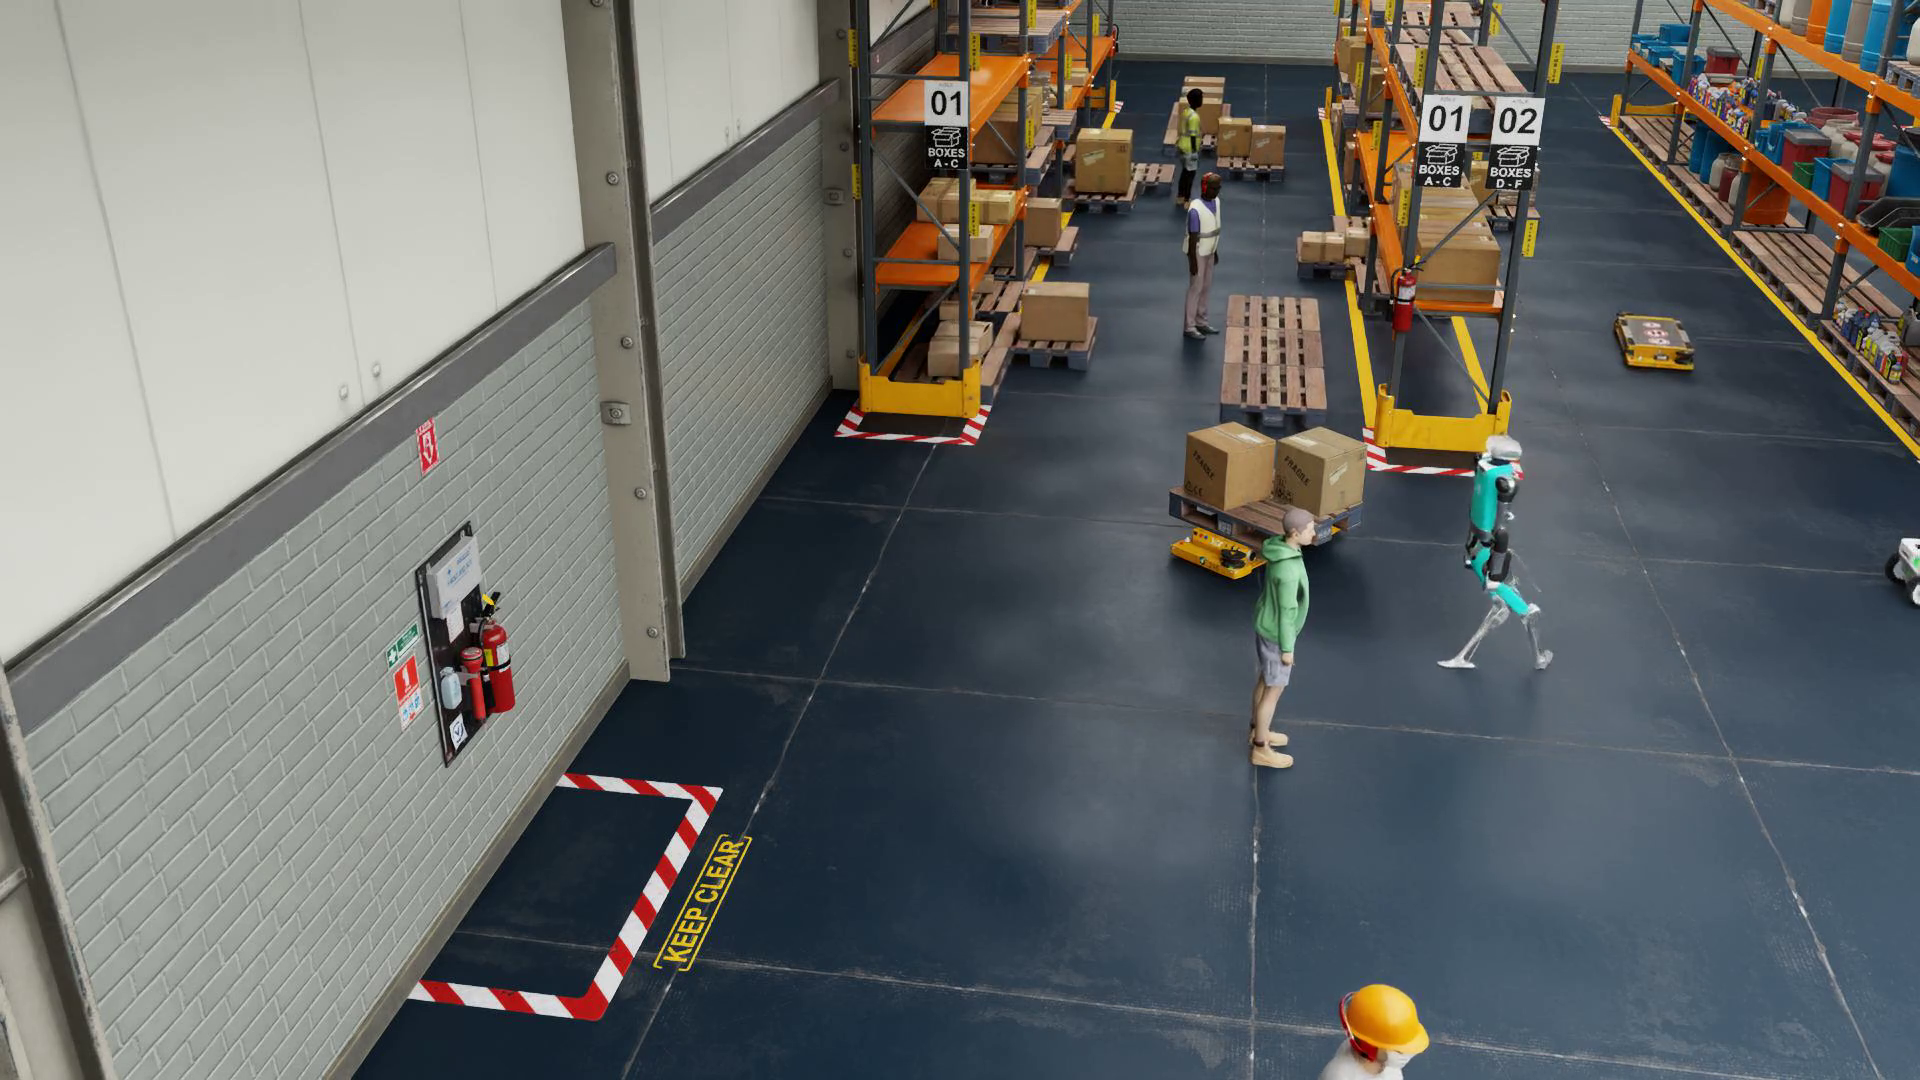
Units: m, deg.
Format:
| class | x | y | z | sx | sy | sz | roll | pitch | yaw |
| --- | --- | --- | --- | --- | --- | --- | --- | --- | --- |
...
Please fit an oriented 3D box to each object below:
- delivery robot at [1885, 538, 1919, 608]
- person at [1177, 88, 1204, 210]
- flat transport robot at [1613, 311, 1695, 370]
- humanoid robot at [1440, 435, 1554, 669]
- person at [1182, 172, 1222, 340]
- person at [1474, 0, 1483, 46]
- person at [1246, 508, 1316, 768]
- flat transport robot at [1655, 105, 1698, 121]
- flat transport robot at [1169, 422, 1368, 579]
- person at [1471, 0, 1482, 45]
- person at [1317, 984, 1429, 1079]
| class | x | y | z | sx | sy | sz | roll | pitch | yaw |
| --- | --- | --- | --- | --- | --- | --- | --- | --- | --- |
| delivery robot | 7.476 | 0.207 | 12.585 | 0.783 | 0.601 | 0.499 | 3 | 25 | 7 |
| person | 3.256 | -5.523 | 23.498 | 0.316 | 1.690 | 0.537 | -3 | 25 | -6 |
| flat transport robot | 7.486 | -2.154 | 17.968 | 0.659 | 0.231 | 1.431 | 6 | 26 | 13 |
| humanoid robot | 3.841 | 0.150 | 11.395 | 0.893 | 1.832 | 0.544 | -2 | 25 | -4 |
| person | 2.632 | -3.108 | 18.169 | 0.394 | 1.833 | 0.565 | 16 | 29 | 30 |
| person | 9.864 | -9.383 | 31.682 | 0.513 | 1.743 | 0.544 | 2 | 25 | 5 |
| person | 1.982 | 0.602 | 10.348 | 0.326 | 1.729 | 0.473 | 1 | 25 | 1 |
| flat transport robot | 13.121 | -7.554 | 29.525 | 0.659 | 0.231 | 1.431 | -21 | 32 | -37 |
| flat transport robot | 2.431 | -0.065 | 13.497 | 1.431 | 0.231 | 0.659 | -21 | 32 | -37 |
| person | 9.480 | -9.075 | 30.917 | 0.439 | 1.843 | 0.559 | 13 | 28 | 26 |
| person | 1.477 | 2.433 | 6.243 | 0.385 | 1.888 | 0.567 | 17 | 30 | 32 |
